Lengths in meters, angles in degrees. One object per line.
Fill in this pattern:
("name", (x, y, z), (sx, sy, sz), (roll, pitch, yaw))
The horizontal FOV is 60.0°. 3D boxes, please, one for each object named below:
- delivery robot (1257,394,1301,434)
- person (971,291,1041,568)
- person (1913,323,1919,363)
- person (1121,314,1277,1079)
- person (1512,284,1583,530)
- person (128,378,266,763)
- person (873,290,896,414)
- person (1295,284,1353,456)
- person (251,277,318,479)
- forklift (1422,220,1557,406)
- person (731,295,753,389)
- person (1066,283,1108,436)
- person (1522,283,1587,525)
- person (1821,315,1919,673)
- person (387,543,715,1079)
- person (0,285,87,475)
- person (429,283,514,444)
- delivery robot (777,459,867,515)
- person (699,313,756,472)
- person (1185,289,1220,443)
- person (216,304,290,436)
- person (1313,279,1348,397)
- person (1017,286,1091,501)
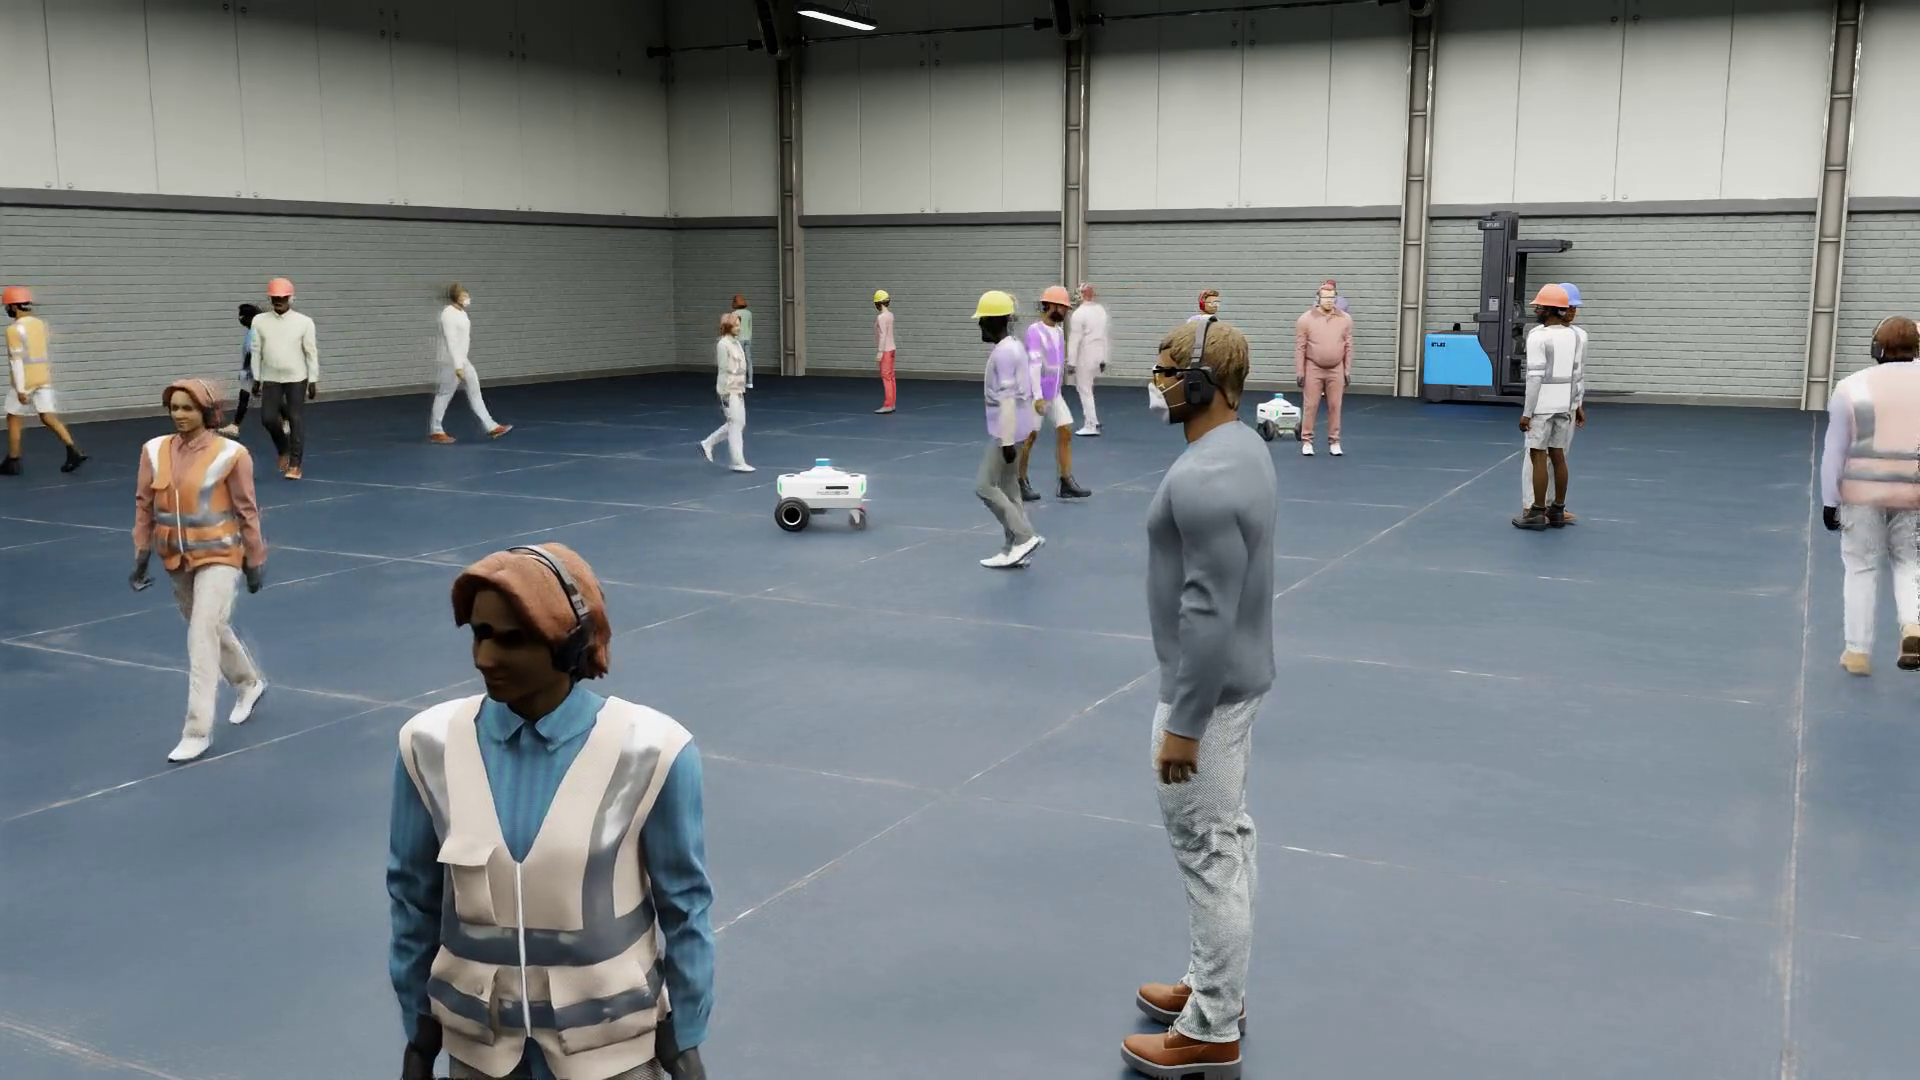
("delivery robot", (3.904, -1.547, 20.371), (0.477, 0.478, 0.707), (-1, 9, -9))
("person", (0.287, -0.748, 11.422), (0.420, 1.908, 0.598), (1, 9, 7))
("person", (7.006, -0.894, 11.933), (0.611, 2.040, 0.393), (-6, 11, -33))
("person", (0.622, 0.398, 4.277), (0.364, 1.939, 0.636), (3, 10, 15))
("person", (4.678, -1.062, 13.266), (0.551, 1.941, 0.340), (-6, 11, -31))
("person", (-3.284, 0.084, 7.258), (0.513, 1.599, 0.843), (2, 9, 13))
("person", (-1.098, -2.709, 23.985), (0.329, 1.764, 0.524), (2, 10, 14))
("person", (4.044, -1.882, 18.489), (0.635, 1.899, 0.399), (0, 9, -2))
("person", (-6.672, -1.595, 16.429), (0.645, 1.980, 0.433), (-1, 9, -7))
("forklift", (8.245, -3.527, 25.720), (1.873, 2.768, 1.129), (5, 10, 27))
("person", (-3.800, -3.435, 28.857), (0.282, 1.631, 0.503), (7, 11, 35))
("person", (1.544, -2.242, 20.680), (0.510, 1.890, 0.664), (7, 12, 38))
("person", (4.830, -1.099, 13.480), (0.604, 1.949, 0.398), (-4, 10, -25))
("person", (4.681, -0.213, 8.384), (0.645, 1.826, 0.510), (3, 10, 17))
("person", (-0.646, 0.811, 2.659), (0.518, 1.636, 0.312), (1, 9, 6))
("person", (-9.367, -1.613, 16.784), (0.896, 1.909, 0.559), (2, 9, 13))
("person", (-5.878, -2.087, 19.756), (1.018, 1.885, 0.664), (0, 9, 2))
("delivery robot", (-1.104, -0.411, 13.362), (0.707, 0.478, 0.477), (0, 9, -2))
("person", (-2.394, -1.508, 17.005), (0.568, 1.625, 0.519), (2, 9, 11))
("person", (2.630, -1.777, 17.971), (0.563, 1.847, 0.388), (-9, 13, -43))
("person", (-8.743, -2.109, 20.660), (0.918, 1.642, 0.530), (-5, 10, -27))
("person", (6.012, -3.306, 27.204), (0.642, 1.913, 0.409), (-4, 10, -22))
("person", (0.817, -1.285, 14.750), (0.824, 1.899, 0.644), (8, 12, 40))
